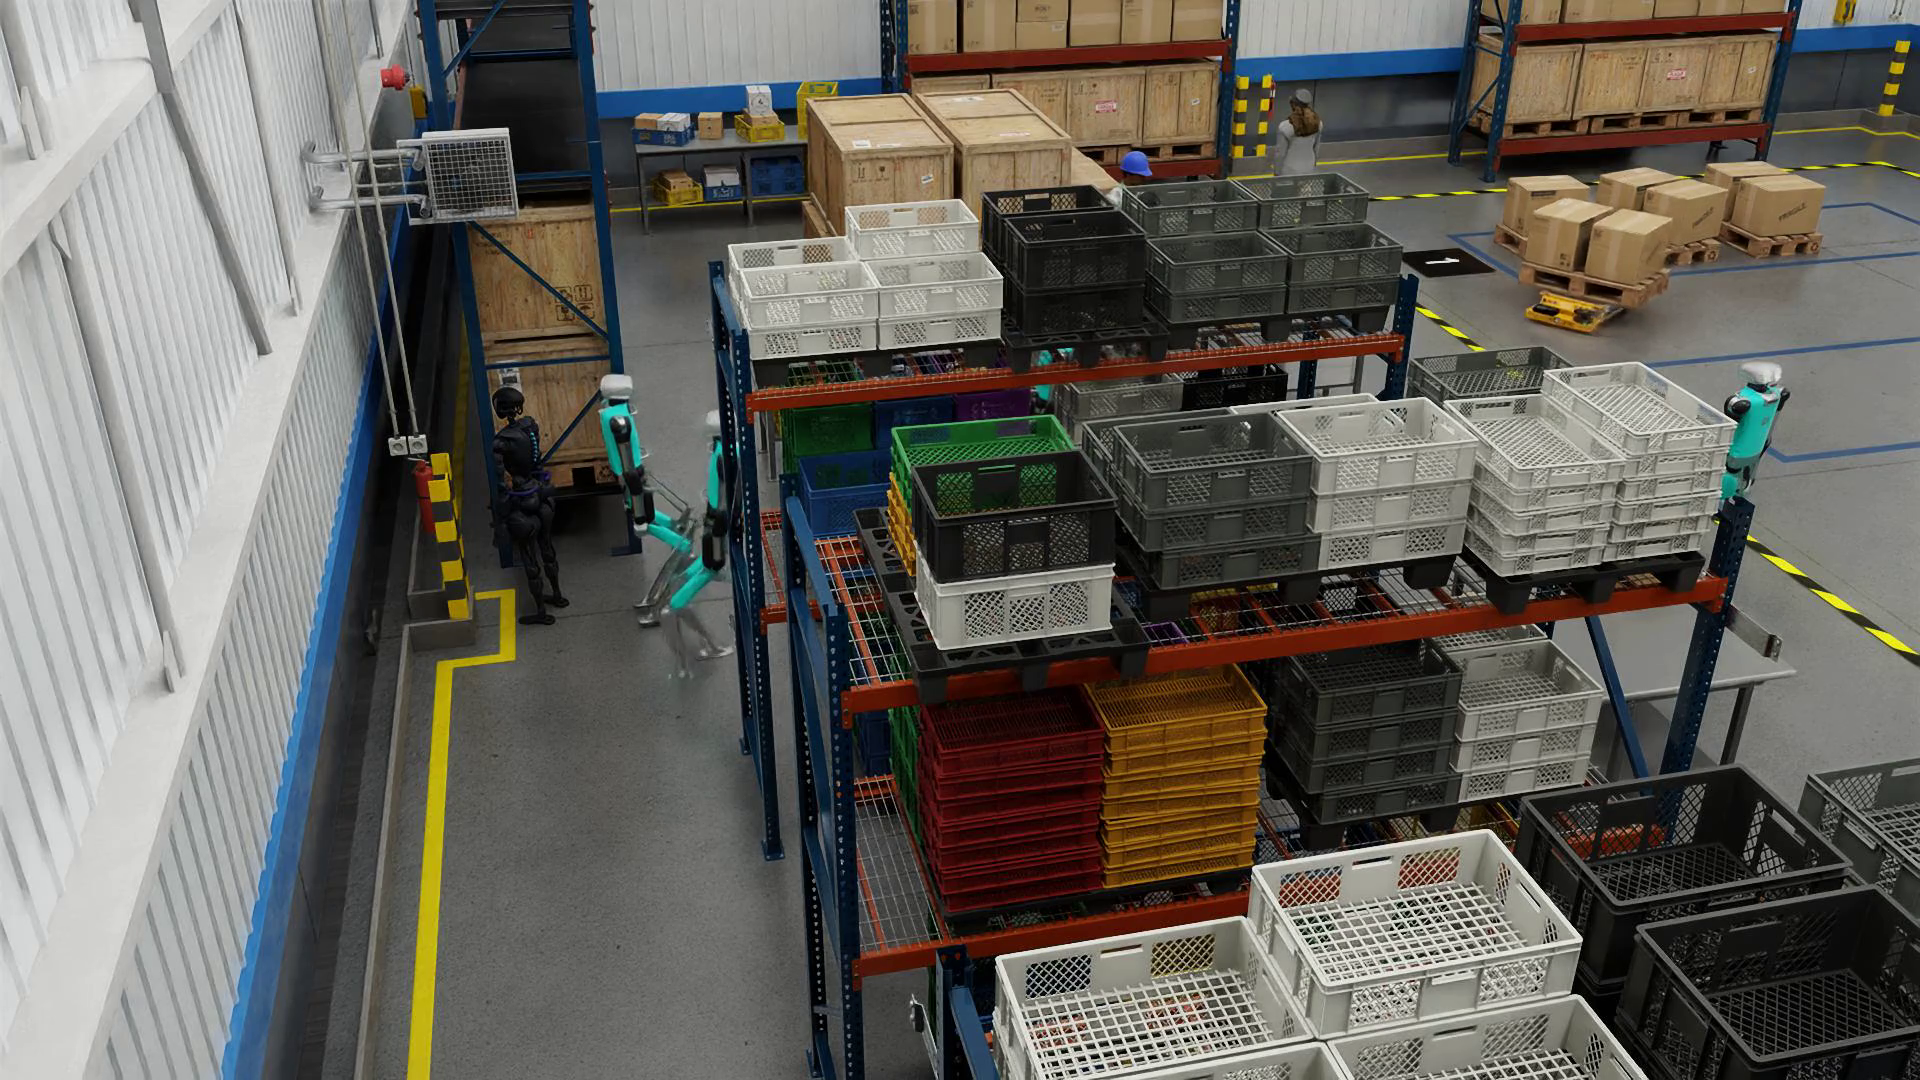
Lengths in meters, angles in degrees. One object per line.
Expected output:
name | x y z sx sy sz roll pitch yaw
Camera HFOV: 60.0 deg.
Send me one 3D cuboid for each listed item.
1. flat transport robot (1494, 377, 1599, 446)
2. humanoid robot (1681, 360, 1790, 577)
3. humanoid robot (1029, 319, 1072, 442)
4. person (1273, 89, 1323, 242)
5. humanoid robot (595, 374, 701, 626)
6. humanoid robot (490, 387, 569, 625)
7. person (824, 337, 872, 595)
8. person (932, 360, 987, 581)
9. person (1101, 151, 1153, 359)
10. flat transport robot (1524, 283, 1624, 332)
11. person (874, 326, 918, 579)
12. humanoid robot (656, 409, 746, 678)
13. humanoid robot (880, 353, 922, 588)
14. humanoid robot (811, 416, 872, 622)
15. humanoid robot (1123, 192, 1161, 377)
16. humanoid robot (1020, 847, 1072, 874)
flat transport robot | 4.780 -1.036 14.013 0.659 0.231 1.431 -6 28 -12
humanoid robot | 5.040 -0.481 11.244 0.533 1.674 0.735 -15 31 -26
humanoid robot | 0.421 -0.797 11.910 0.761 1.720 0.530 -1 28 -3
person | 3.638 -3.990 18.007 0.563 1.769 0.400 -13 30 -23
humanoid robot | -1.986 -0.295 10.952 0.682 1.729 0.530 -10 29 -18
humanoid robot | -2.865 -0.228 10.952 0.315 1.657 0.599 8 29 14
person | -0.762 -0.507 11.112 0.384 2.038 0.613 -7 29 -14
person | 0.039 -0.406 11.150 0.403 1.822 0.587 21 34 34
person | 1.517 -2.588 15.170 0.413 1.939 0.609 23 36 37
flat transport robot | 6.274 -2.421 16.609 0.652 0.197 1.431 23 35 36
person | -0.402 -0.623 11.505 0.572 1.876 0.339 18 33 30
humanoid robot | -1.692 0.044 10.420 0.808 1.803 0.531 -2 28 -4
humanoid robot | -0.552 -0.449 11.345 0.747 1.809 0.534 14 31 25
humanoid robot | -0.823 -0.232 10.959 0.599 1.657 0.315 10 29 18
humanoid robot | 1.559 -2.268 14.848 0.485 1.644 0.609 -19 33 -32
humanoid robot | 0.539 1.131 8.400 0.610 1.647 0.444 -17 32 -29
